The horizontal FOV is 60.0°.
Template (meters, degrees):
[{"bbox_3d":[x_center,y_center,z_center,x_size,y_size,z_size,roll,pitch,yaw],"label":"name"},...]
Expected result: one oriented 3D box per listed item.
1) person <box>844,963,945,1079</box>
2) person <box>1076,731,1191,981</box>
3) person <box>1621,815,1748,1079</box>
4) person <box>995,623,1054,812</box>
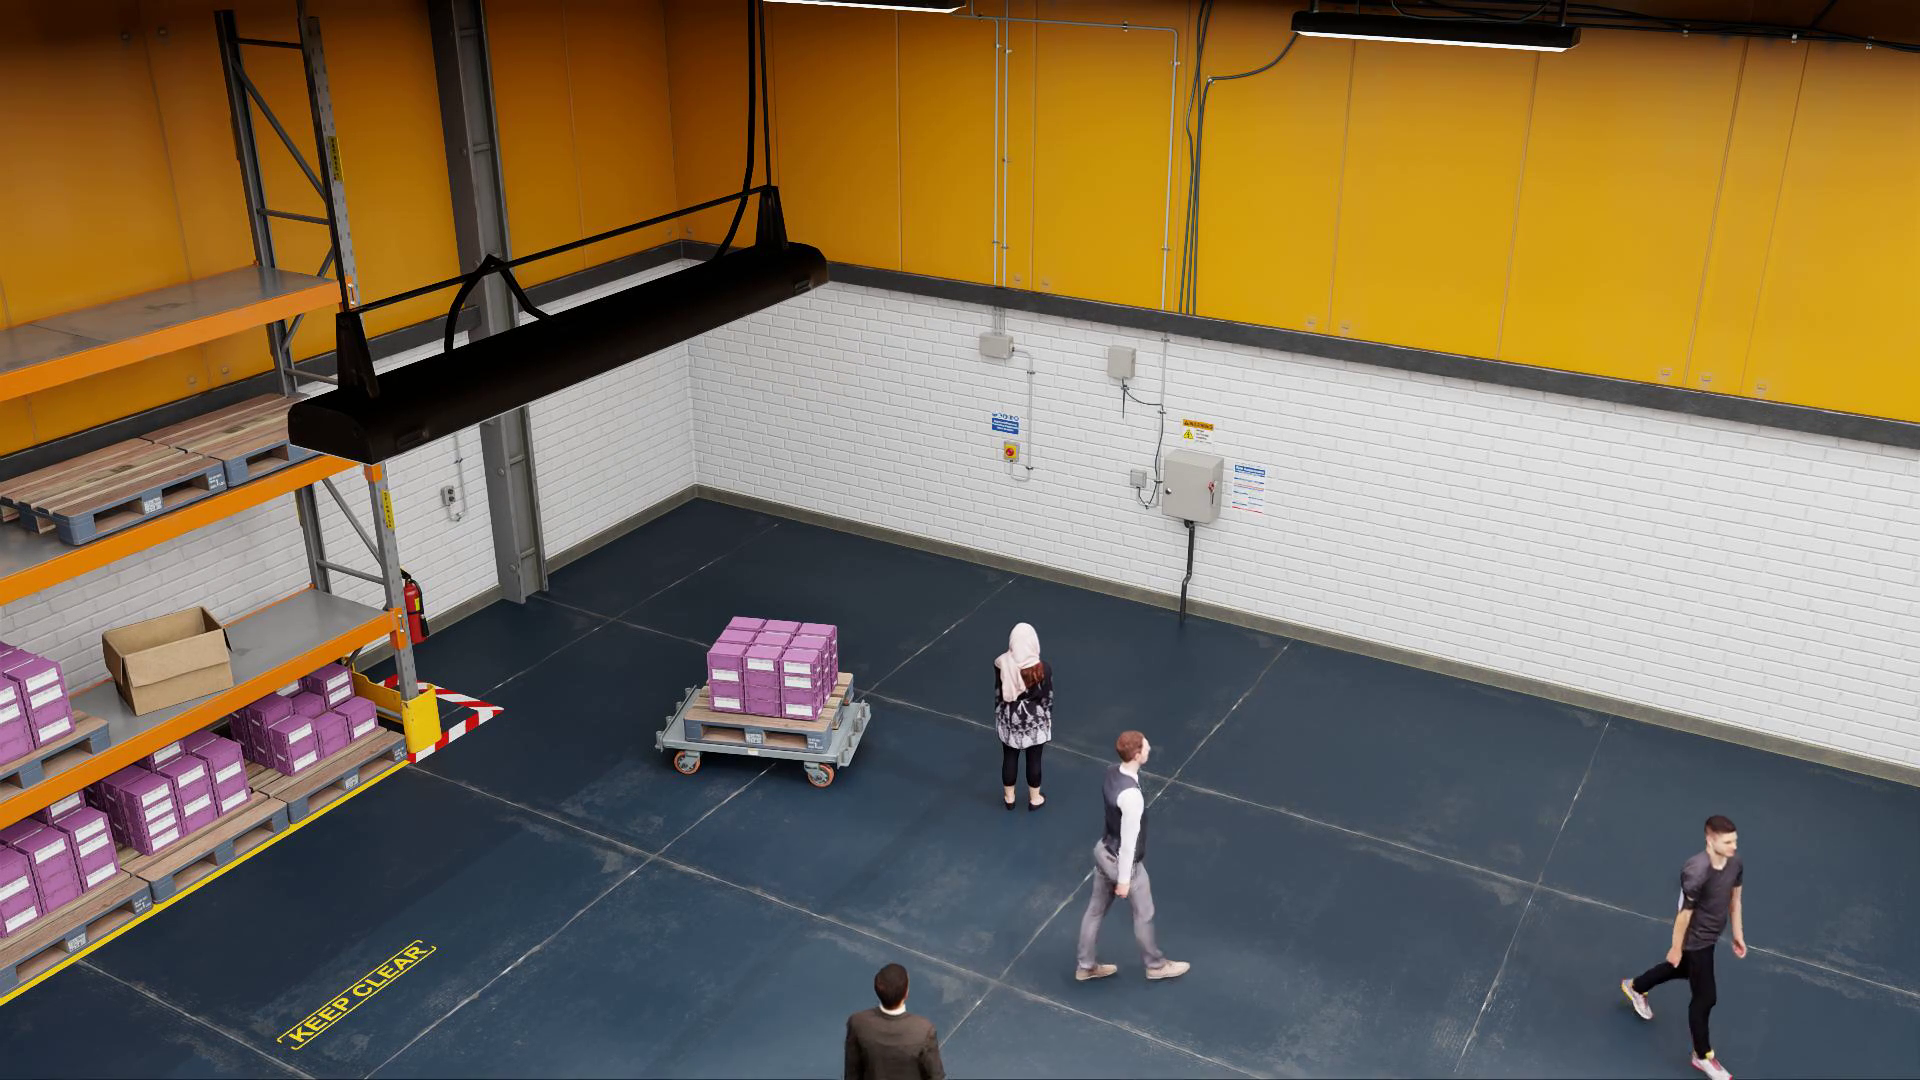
[{"bbox_3d":[-0.369,3.091,9.005,0.756,1.794,0.773,7,25,16],"label":"person"},{"bbox_3d":[0.973,2.139,11.038,1.110,1.910,1.054,-6,24,-13],"label":"person"},{"bbox_3d":[4.611,2.467,10.511,1.162,1.731,1.013,-16,28,-32],"label":"person"},{"bbox_3d":[0.496,1.391,13.088,0.711,1.638,0.727,4,24,10],"label":"person"}]
